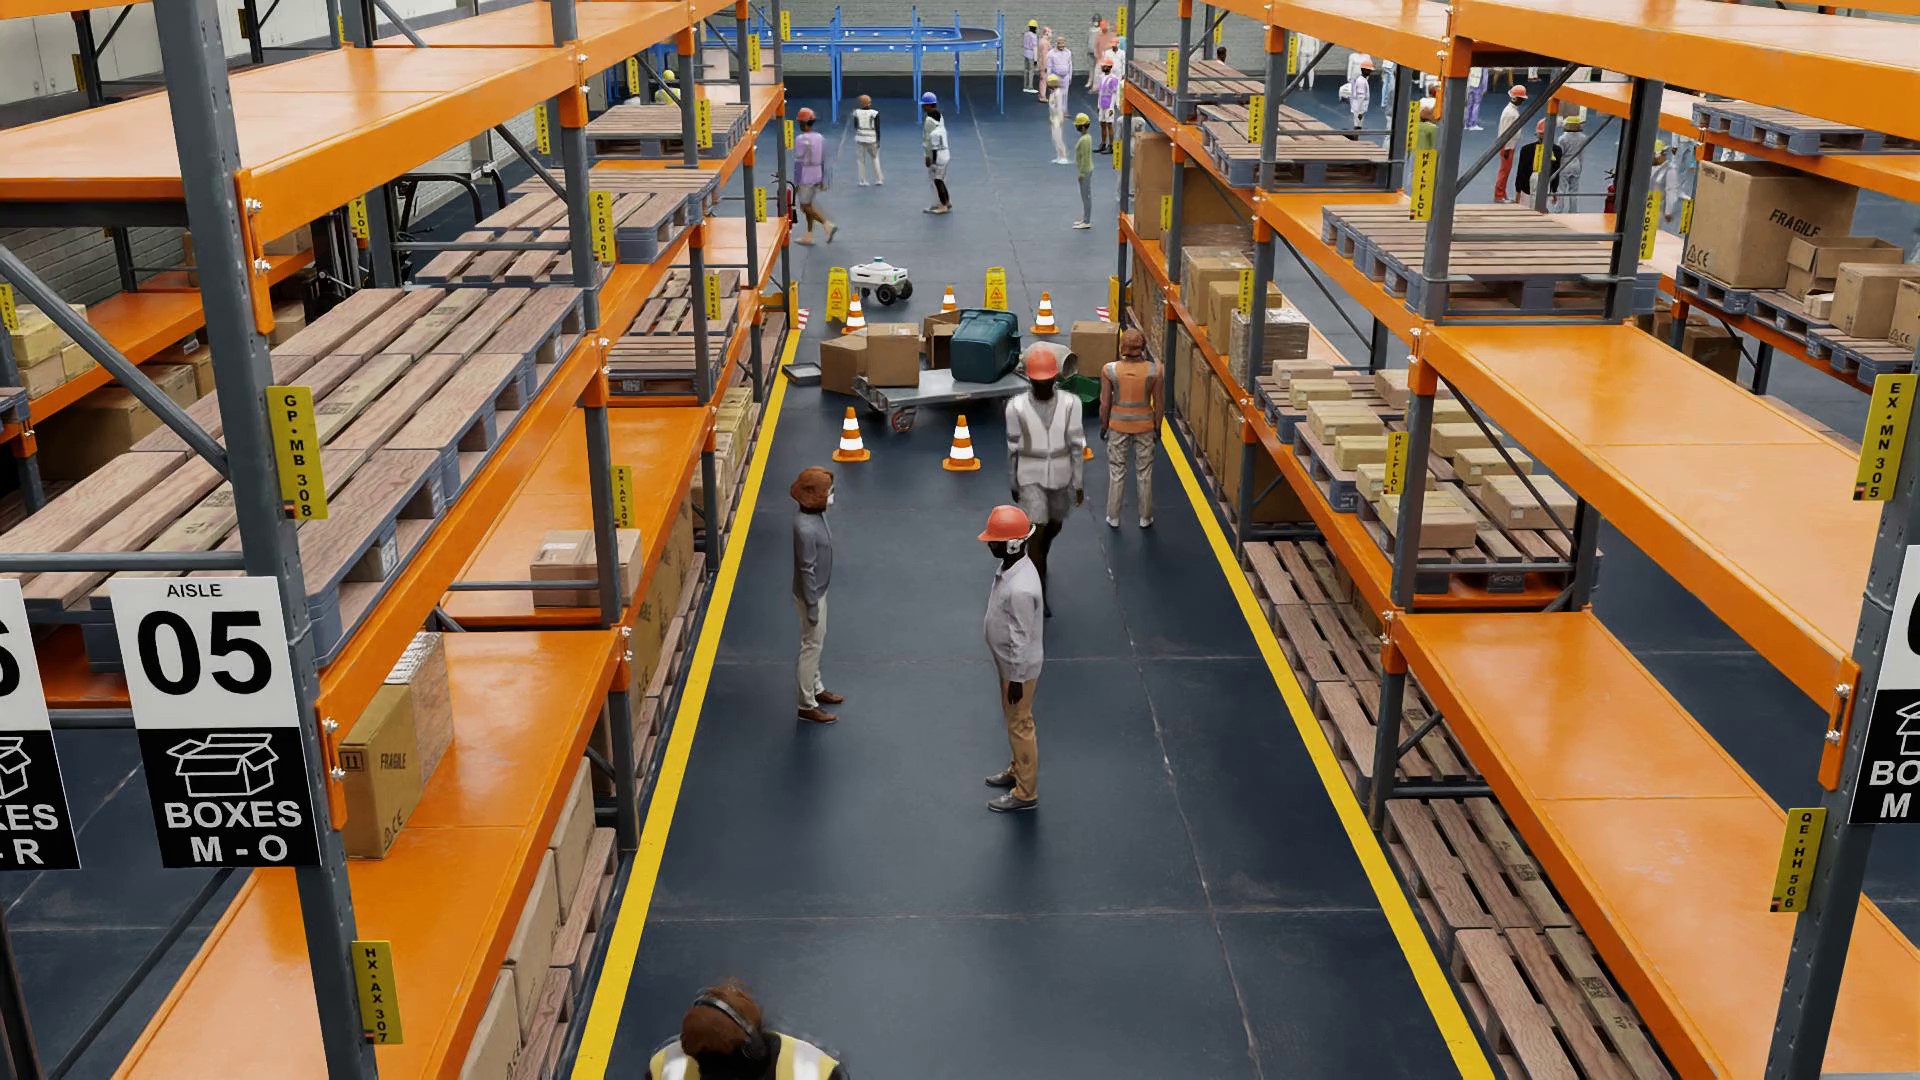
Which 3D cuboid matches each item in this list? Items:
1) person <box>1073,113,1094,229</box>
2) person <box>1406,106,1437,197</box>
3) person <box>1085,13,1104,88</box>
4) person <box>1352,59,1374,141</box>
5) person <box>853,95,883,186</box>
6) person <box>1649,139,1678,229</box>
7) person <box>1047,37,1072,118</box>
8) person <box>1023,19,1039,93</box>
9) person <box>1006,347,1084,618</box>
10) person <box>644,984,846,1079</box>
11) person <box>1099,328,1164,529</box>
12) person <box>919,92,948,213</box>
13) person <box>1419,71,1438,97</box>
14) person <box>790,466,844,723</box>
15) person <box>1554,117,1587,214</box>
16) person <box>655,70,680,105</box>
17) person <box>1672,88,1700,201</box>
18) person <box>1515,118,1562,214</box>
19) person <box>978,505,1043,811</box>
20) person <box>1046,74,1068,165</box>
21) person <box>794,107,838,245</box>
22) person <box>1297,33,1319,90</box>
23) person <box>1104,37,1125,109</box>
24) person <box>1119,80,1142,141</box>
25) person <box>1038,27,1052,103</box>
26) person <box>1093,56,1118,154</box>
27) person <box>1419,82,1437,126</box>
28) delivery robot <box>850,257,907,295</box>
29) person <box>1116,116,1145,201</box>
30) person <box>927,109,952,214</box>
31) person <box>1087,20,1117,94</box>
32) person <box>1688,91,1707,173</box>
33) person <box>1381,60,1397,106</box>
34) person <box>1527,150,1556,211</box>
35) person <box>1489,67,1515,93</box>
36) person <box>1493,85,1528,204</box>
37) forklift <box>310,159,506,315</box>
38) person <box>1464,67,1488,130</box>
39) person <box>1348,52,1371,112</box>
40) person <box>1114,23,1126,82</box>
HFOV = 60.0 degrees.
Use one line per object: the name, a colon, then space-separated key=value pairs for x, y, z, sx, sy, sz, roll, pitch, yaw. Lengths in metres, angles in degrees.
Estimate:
person: x=1.916 y=-5.752 z=25.942 sx=0.329 sy=1.765 sz=0.526 roll=3 pitch=21 yaw=9
person: x=7.789 y=-6.494 z=28.106 sx=0.532 sy=1.623 sz=0.304 roll=14 pitch=25 yaw=32
person: x=3.814 y=-13.727 z=46.636 sx=0.678 sy=2.000 sz=0.537 roll=15 pitch=26 yaw=35
person: x=8.036 y=-8.617 z=33.278 sx=0.376 sy=1.934 sz=0.547 roll=5 pitch=21 yaw=12
person: x=-1.653 y=-7.175 z=29.903 sx=0.542 sy=1.624 sz=0.436 roll=4 pitch=21 yaw=12
person: x=9.557 y=-4.576 z=22.790 sx=0.573 sy=1.793 sz=0.610 roll=-4 pitch=21 yaw=-12
person: x=2.392 y=-11.045 z=39.755 sx=0.647 sy=1.897 sz=0.399 roll=-9 pitch=22 yaw=-22
person: x=1.942 y=-13.237 z=45.503 sx=0.375 sy=1.925 sz=0.587 roll=-12 pitch=24 yaw=-29
person: x=0.583 y=-0.485 z=11.841 sx=0.541 sy=1.900 sz=0.919 roll=-3 pitch=21 yaw=-8
person: x=-0.613 y=2.141 z=5.012 sx=0.663 sy=1.804 sz=0.622 roll=-1 pitch=21 yaw=-3
person: x=1.359 y=-0.879 z=13.237 sx=0.514 sy=1.639 sz=0.310 roll=2 pitch=21 yaw=5
person: x=-0.457 y=-6.354 z=27.311 sx=0.438 sy=1.935 sz=0.617 roll=6 pitch=22 yaw=16
person: x=10.900 y=-10.514 z=38.400 sx=0.583 sy=1.854 sz=0.468 roll=-1 pitch=21 yaw=-4
person: x=-0.875 y=0.323 z=10.081 sx=0.288 sy=1.623 sz=0.507 roll=0 pitch=21 yaw=1
person: x=9.575 y=-5.832 z=26.201 sx=0.483 sy=1.734 sz=0.331 roll=-3 pitch=21 yaw=-7
person: x=-5.392 y=-7.790 z=31.098 sx=0.594 sy=1.929 sz=0.361 roll=-8 pitch=22 yaw=-19
person: x=12.411 y=-6.797 z=28.488 sx=0.593 sy=1.920 sz=0.391 roll=-10 pitch=23 yaw=-25
person: x=8.133 y=-4.923 z=23.428 sx=0.614 sy=1.993 sz=0.395 roll=0 pitch=21 yaw=-1
person: x=0.272 y=0.639 z=9.083 sx=0.345 sy=1.744 sz=0.557 roll=-3 pitch=21 yaw=-7
person: x=1.895 y=-8.258 z=32.651 sx=0.404 sy=1.698 sz=0.589 roll=-4 pitch=21 yaw=-11
person: x=-2.136 y=-5.303 z=24.395 sx=0.735 sy=2.023 sz=0.627 roll=11 pitch=23 yaw=27
person: x=9.643 y=-13.496 z=46.175 sx=0.627 sy=1.935 sz=0.371 roll=3 pitch=21 yaw=8
person: x=3.871 y=-11.694 z=41.671 sx=0.564 sy=1.745 sz=0.345 roll=6 pitch=21 yaw=14
person: x=3.389 y=-8.580 z=33.328 sx=0.566 sy=1.833 sz=0.399 roll=-16 pitch=26 yaw=-36
person: x=2.225 y=-12.285 z=43.027 sx=0.403 sy=1.899 sz=0.645 roll=-1 pitch=21 yaw=-4
person: x=2.975 y=-8.861 z=33.913 sx=0.347 sy=1.943 sz=0.545 roll=-11 pitch=23 yaw=-27
person: x=8.379 y=-7.281 z=29.870 sx=0.372 sy=1.843 sz=0.570 roll=-7 pitch=22 yaw=-18
delivery robot: x=-1.036 y=-3.359 z=21.167 sx=0.707 sy=0.478 sz=0.477 roll=11 pitch=23 yaw=26
person: x=2.902 y=-6.670 z=28.415 sx=0.494 sy=1.732 sz=0.324 roll=2 pitch=21 yaw=5
person: x=-0.359 y=-6.198 z=27.225 sx=0.345 sy=1.684 sz=0.550 roll=5 pitch=21 yaw=13
person: x=3.878 y=-12.992 z=44.815 sx=0.894 sy=1.960 sz=0.467 roll=3 pitch=21 yaw=8
person: x=14.063 y=-7.847 z=31.687 sx=0.525 sy=1.628 sz=0.541 roll=1 pitch=21 yaw=3
person: x=10.913 y=-11.940 z=42.101 sx=0.397 sy=1.911 sz=0.587 roll=-8 pitch=22 yaw=-21
person: x=7.777 y=-4.390 z=22.374 sx=0.309 sy=1.741 sz=0.494 roll=13 pitch=24 yaw=31
person: x=14.799 y=-13.020 z=44.987 sx=0.578 sy=1.871 sz=1.010 roll=-9 pitch=23 yaw=-24
person: x=9.257 y=-6.643 z=28.001 sx=0.411 sy=1.980 sz=0.629 roll=9 pitch=22 yaw=22
forklift: x=-5.622 y=-2.910 z=17.832 sx=2.313 sy=2.155 sz=1.214 roll=-1 pitch=21 yaw=-1
person: x=11.712 y=-10.249 z=37.639 sx=0.413 sy=1.907 sz=0.593 roll=-8 pitch=22 yaw=-21
person: x=9.750 y=-11.308 z=40.688 sx=0.532 sy=1.724 sz=0.899 roll=4 pitch=21 yaw=11
person: x=4.166 y=-12.469 z=43.389 sx=0.393 sy=1.985 sz=0.611 roll=13 pitch=24 yaw=30
